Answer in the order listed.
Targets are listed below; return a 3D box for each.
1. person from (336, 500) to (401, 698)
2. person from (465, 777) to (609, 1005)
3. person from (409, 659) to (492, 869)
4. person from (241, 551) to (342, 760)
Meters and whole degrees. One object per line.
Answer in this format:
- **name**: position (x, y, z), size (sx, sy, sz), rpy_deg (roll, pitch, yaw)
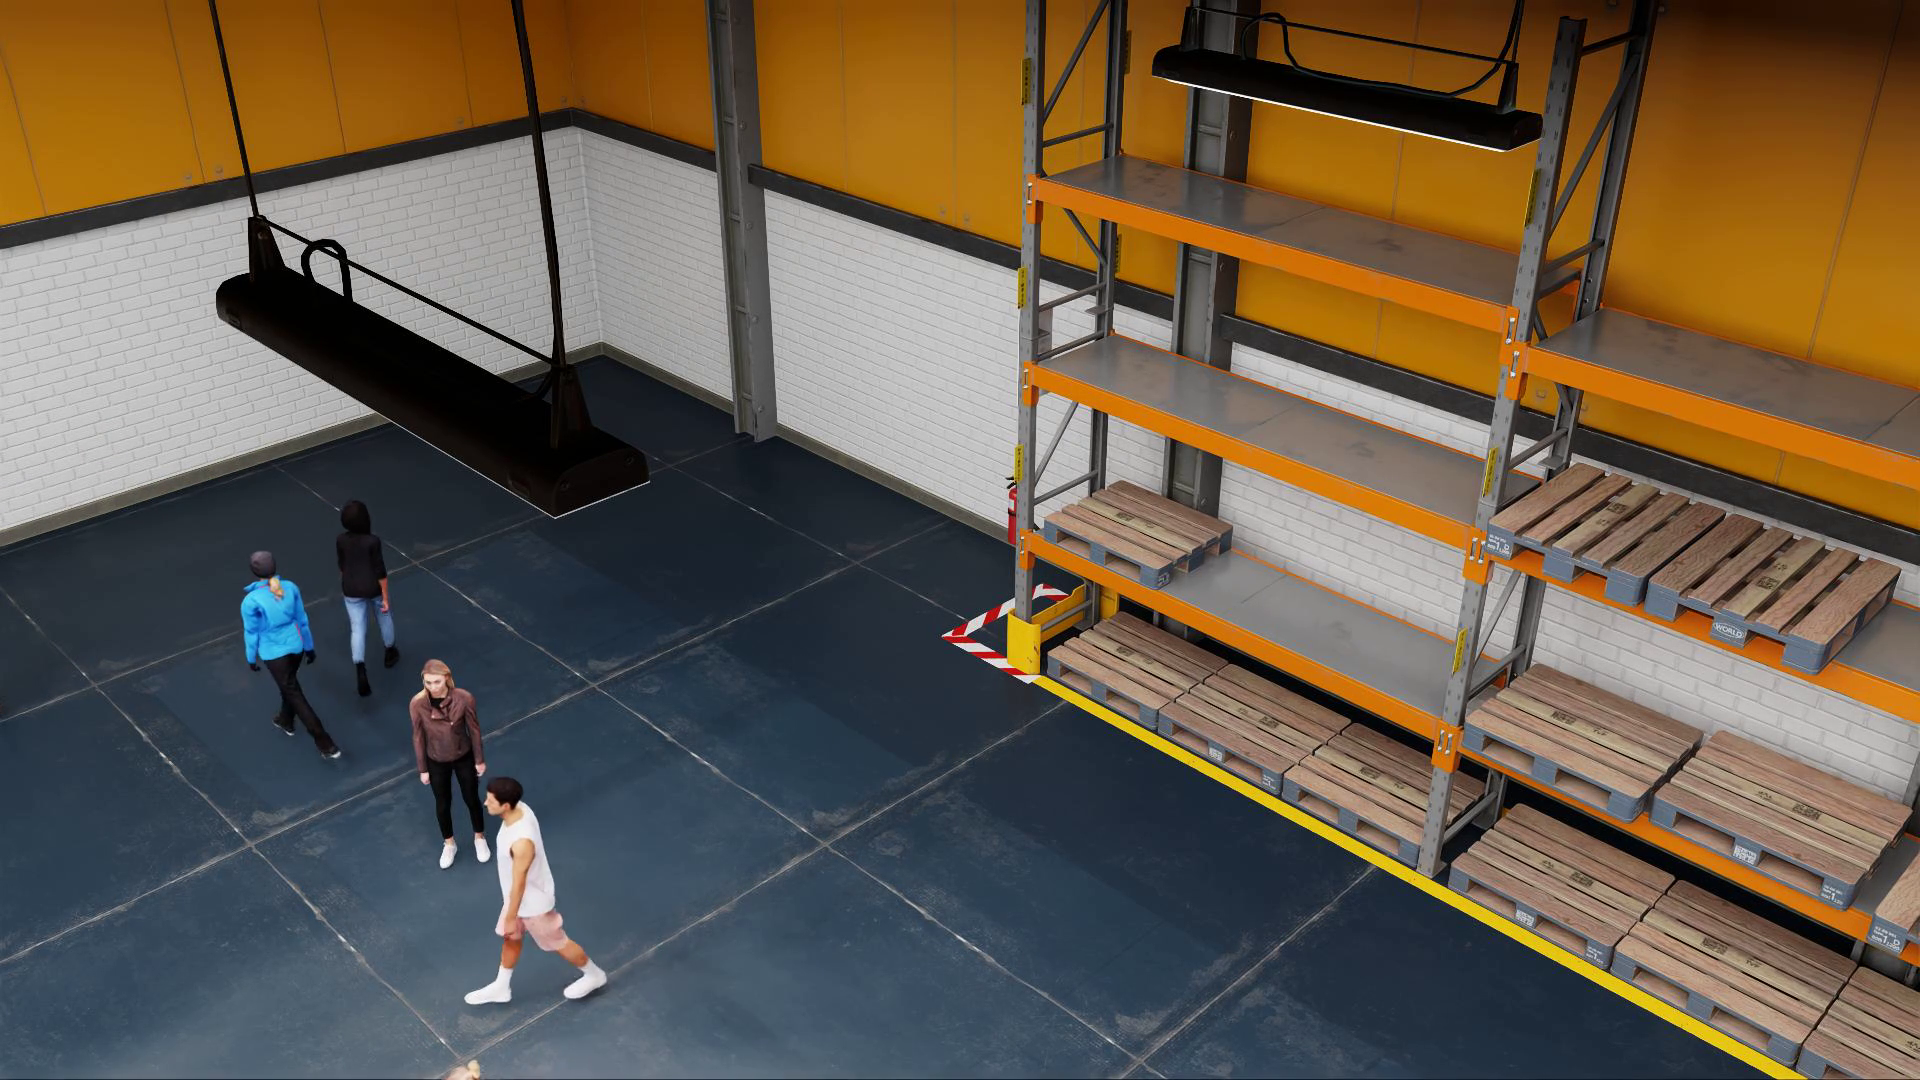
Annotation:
- **person**: position (-4.930, 0.495, 13.744), size (0.955, 1.671, 1.144), rpy_deg (-5, 29, -10)
- **person**: position (-2.621, 2.231, 10.483), size (1.061, 1.745, 1.179), rpy_deg (-10, 30, -18)
- **person**: position (-3.593, 1.556, 11.765), size (0.679, 1.703, 0.683), rpy_deg (-7, 29, -12)
- **person**: position (-5.167, 0.941, 12.844), size (1.186, 1.749, 0.679), rpy_deg (22, 36, 34)
